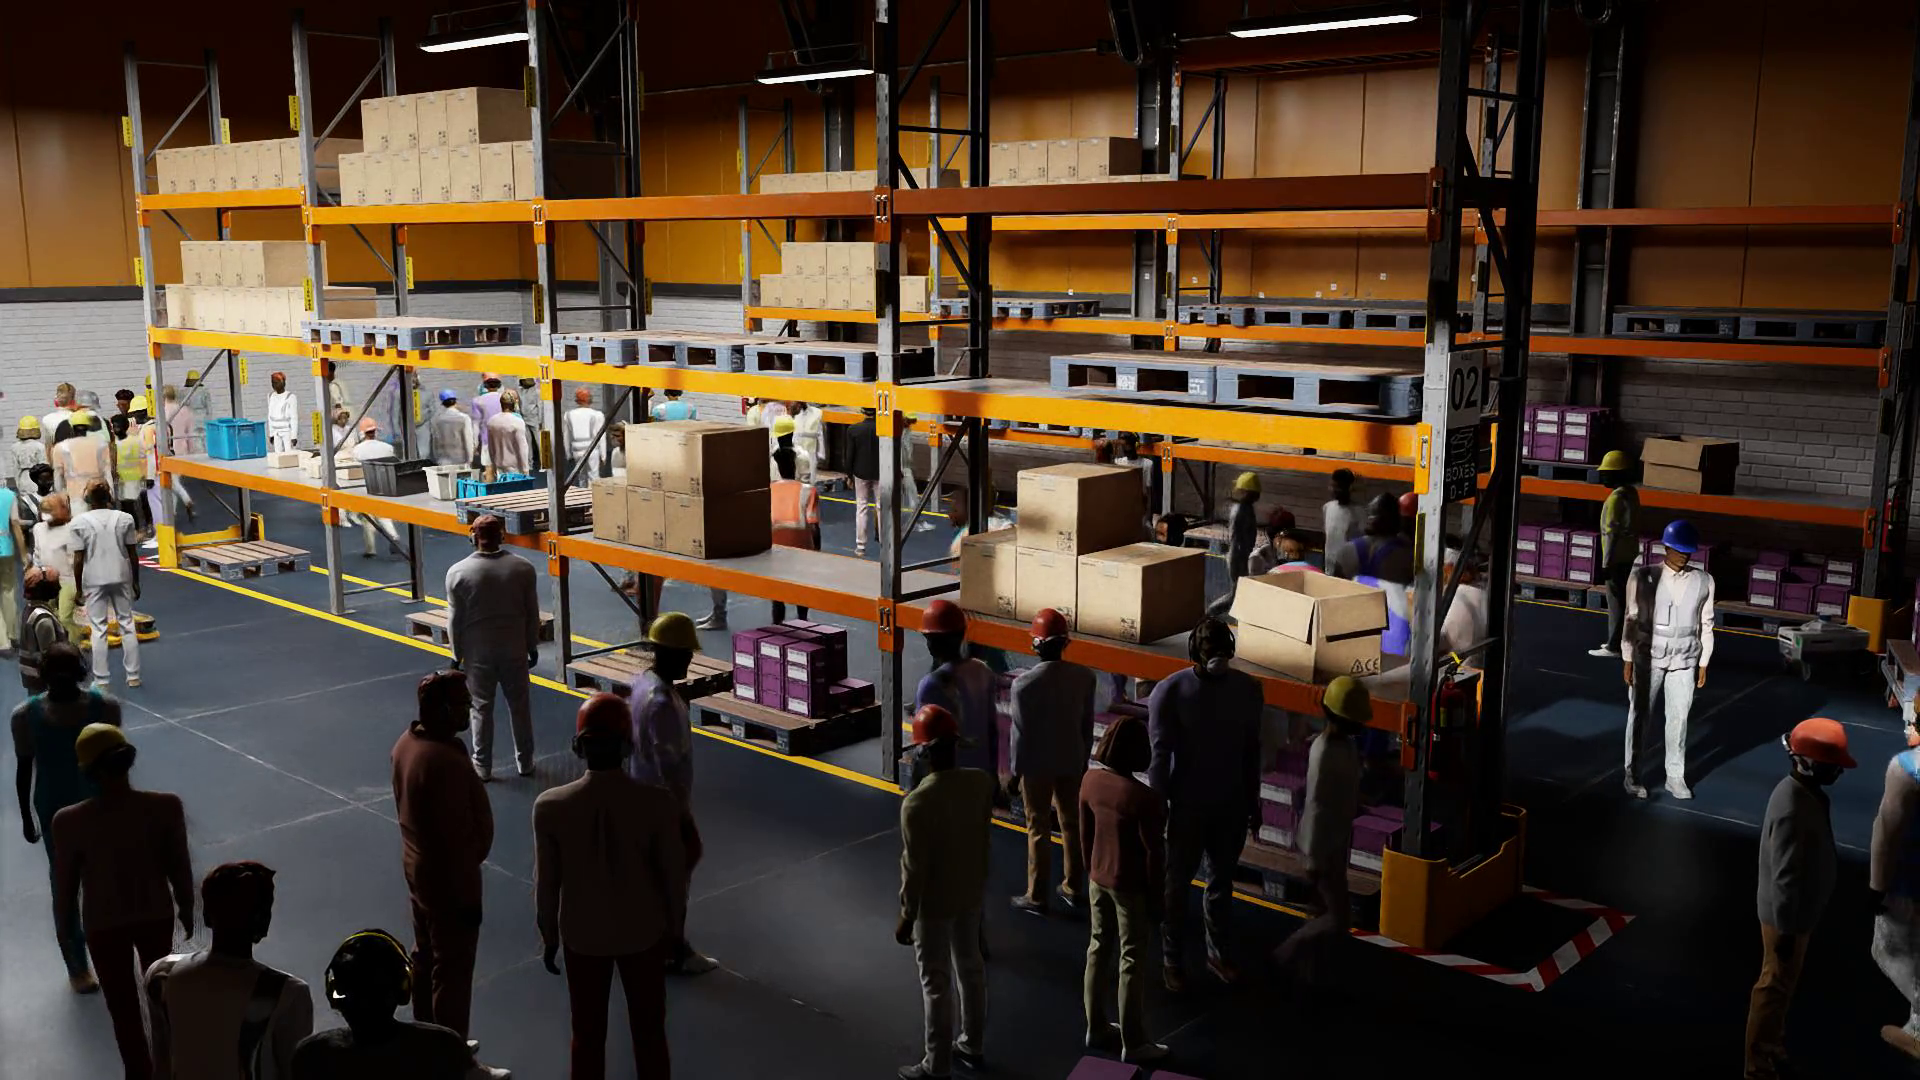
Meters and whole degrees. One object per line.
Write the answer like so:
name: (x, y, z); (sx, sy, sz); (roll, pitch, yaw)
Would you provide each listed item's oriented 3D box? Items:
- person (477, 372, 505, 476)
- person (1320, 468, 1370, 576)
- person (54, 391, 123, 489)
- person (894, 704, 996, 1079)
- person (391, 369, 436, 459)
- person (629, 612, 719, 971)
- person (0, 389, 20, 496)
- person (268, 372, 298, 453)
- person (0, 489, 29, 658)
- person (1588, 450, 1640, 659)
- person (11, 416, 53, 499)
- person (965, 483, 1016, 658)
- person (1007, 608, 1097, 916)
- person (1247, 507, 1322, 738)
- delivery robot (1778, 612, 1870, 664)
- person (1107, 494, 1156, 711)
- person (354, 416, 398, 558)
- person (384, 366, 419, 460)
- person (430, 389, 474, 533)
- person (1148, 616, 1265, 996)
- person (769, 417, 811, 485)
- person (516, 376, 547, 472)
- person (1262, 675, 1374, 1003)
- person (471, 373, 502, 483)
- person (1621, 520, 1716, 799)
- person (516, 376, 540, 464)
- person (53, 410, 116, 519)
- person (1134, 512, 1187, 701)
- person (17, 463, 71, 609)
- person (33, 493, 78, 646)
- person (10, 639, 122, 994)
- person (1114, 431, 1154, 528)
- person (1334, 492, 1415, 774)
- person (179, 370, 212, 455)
person: (-7.695, -1.953, 27.330); (0.501, 1.839, 0.340); (4, 11, 22)
person: (3.448, 0.261, 14.798); (0.734, 1.842, 0.527); (-8, 13, -40)
person: (-10.731, -0.866, 20.587); (0.594, 2.000, 0.685); (6, 12, 30)
person: (-0.088, 1.595, 7.503); (0.338, 1.744, 0.561); (9, 13, 41)
person: (-8.490, -1.720, 25.841); (0.661, 1.884, 0.589); (-3, 10, -14)
person: (-1.507, 1.309, 8.645); (0.396, 1.909, 0.623); (-3, 10, -17)
person: (-14.551, -1.453, 24.838); (0.742, 1.717, 0.596); (-9, 14, -42)
person: (-10.289, -1.616, 25.309); (0.569, 1.878, 0.351); (6, 12, 29)
person: (-9.004, 0.166, 15.405); (0.593, 1.803, 0.833); (-8, 13, -39)
person: (6.029, 0.130, 15.325); (0.404, 1.917, 0.583); (8, 13, 37)
person: (-11.191, -0.635, 20.122); (0.486, 1.744, 0.294); (2, 10, 12)
person: (0.189, 0.375, 14.155); (0.589, 1.834, 0.403); (8, 13, 37)
person: (0.507, 1.250, 9.435); (0.559, 1.752, 0.326); (-6, 12, -31)
person: (2.401, 0.647, 12.640); (0.648, 1.821, 0.982); (-8, 13, -38)
delivery robot: (7.596, 0.882, 14.637); (0.707, 0.478, 0.477); (-1, 10, -5)
person: (1.371, 0.483, 13.591); (0.515, 1.812, 0.630); (-5, 11, -28)
person: (-7.079, -0.623, 20.068); (0.506, 1.736, 0.569); (9, 14, 42)
person: (-9.687, -2.207, 28.626); (0.817, 1.883, 0.609); (0, 10, -1)
person: (-6.690, -1.046, 22.003); (0.647, 1.898, 0.500); (2, 10, 13)
person: (1.251, 1.334, 8.437); (0.635, 1.939, 0.367); (-3, 11, -18)
person: (-1.908, -0.406, 18.327); (0.585, 1.921, 0.373); (7, 12, 34)
person: (-7.200, -1.991, 27.847); (0.493, 1.729, 0.395); (3, 10, 15)
person: (1.788, 1.487, 8.124); (0.442, 1.738, 0.581); (5, 11, 24)
person: (-6.667, -1.421, 23.809); (0.636, 2.023, 0.443); (-4, 11, -24)
person: (4.838, 0.815, 11.381); (0.604, 1.939, 0.416); (1, 10, 4)
person: (-7.554, -2.297, 29.066); (0.442, 1.921, 0.618); (3, 10, 16)
person: (-10.093, -0.545, 19.245); (0.611, 1.877, 0.882); (-8, 13, -38)
person: (1.524, 0.698, 12.351); (0.429, 1.832, 0.635); (-9, 14, -43)
person: (-8.832, 0.094, 16.129); (0.316, 1.695, 0.542); (6, 11, 29)
person: (-7.942, 0.395, 14.619); (0.545, 1.626, 0.364); (3, 11, 19)
person: (-4.592, 1.362, 8.627); (0.515, 1.823, 0.742); (-6, 12, -30)
person: (1.820, -0.246, 17.617); (0.532, 1.855, 0.347); (8, 13, 37)
person: (3.041, 0.641, 12.067); (0.647, 2.000, 0.689); (-10, 14, -44)
person: (-12.628, -1.942, 27.512); (0.490, 1.743, 0.324); (-7, 12, -34)
